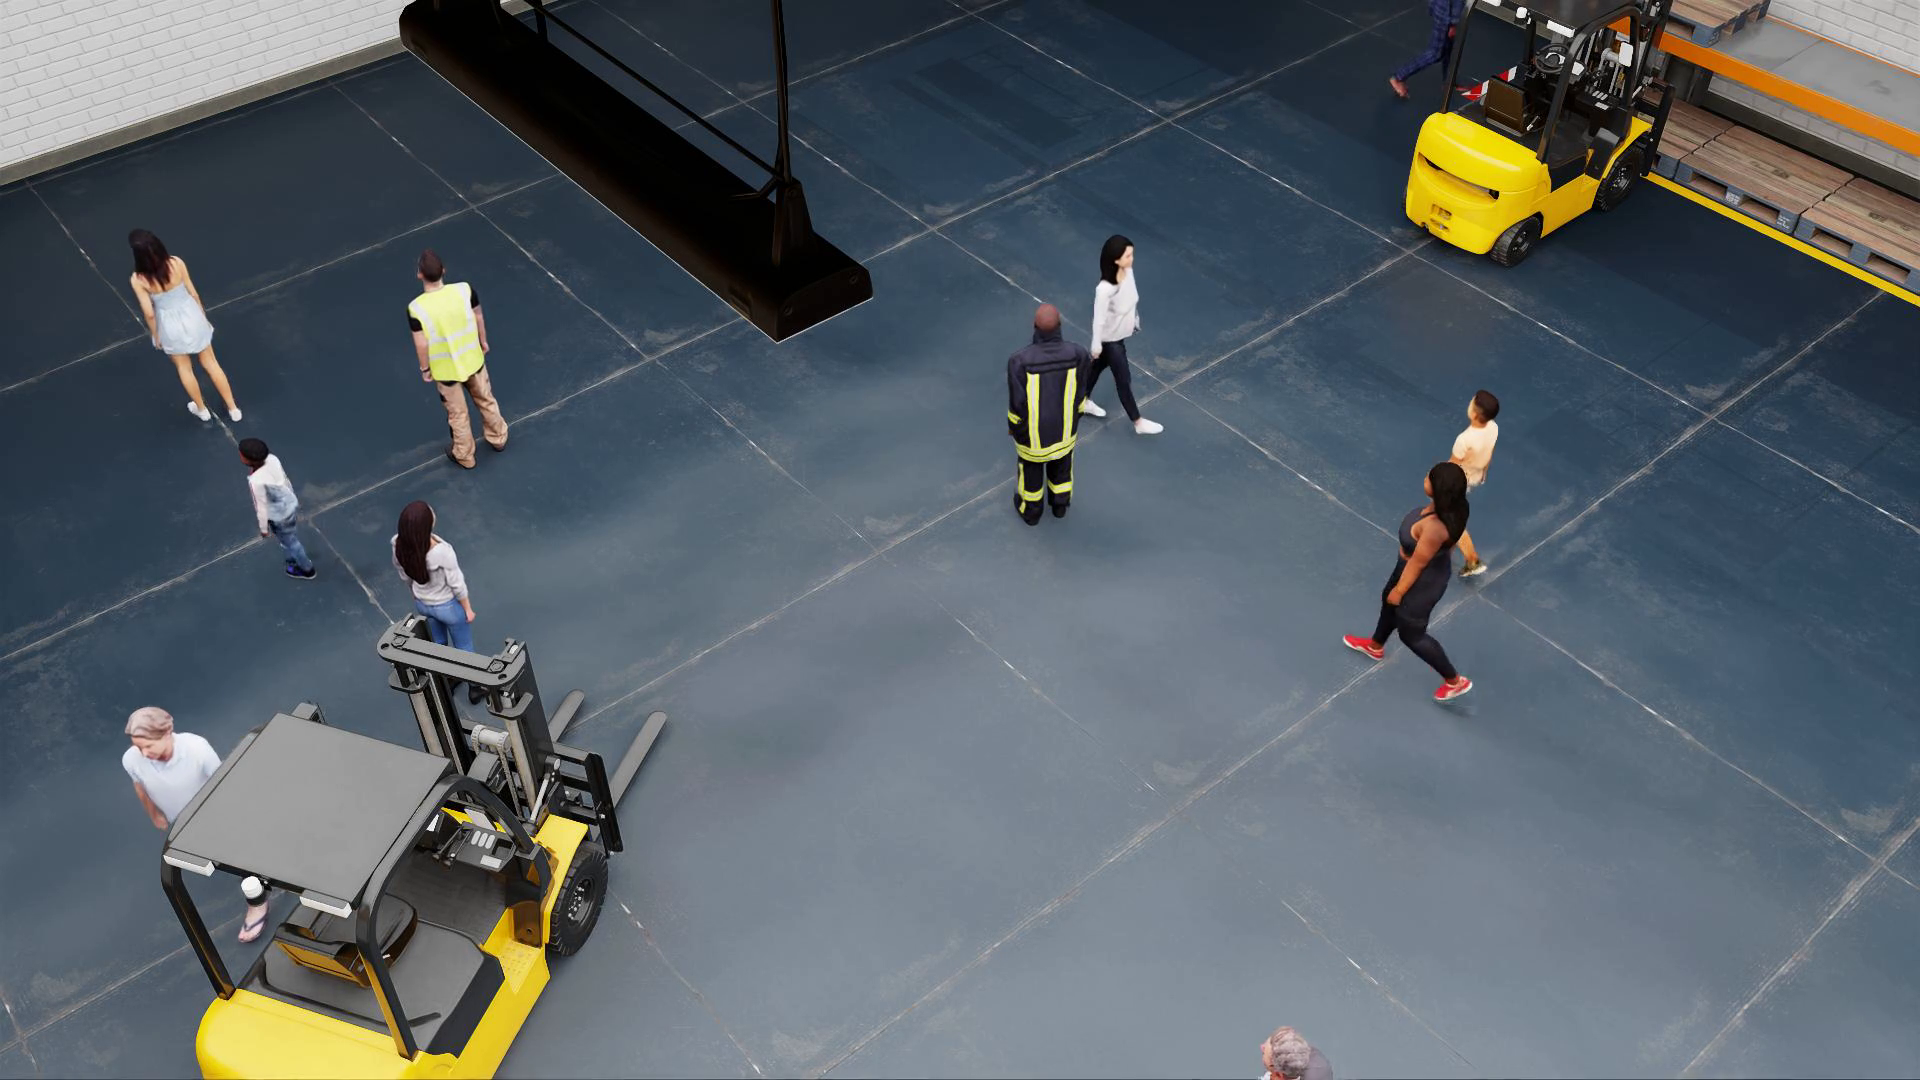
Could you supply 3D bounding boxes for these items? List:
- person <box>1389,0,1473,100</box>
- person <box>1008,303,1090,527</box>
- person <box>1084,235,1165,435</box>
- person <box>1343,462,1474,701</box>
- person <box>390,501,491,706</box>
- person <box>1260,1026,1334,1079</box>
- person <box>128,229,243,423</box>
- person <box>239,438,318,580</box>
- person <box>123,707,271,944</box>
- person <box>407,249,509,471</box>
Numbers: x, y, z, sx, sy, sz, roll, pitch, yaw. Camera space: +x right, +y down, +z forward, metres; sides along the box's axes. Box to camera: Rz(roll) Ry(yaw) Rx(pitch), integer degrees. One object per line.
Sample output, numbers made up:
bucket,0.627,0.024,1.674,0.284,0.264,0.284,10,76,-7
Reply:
person,4.650,-5.114,16.124,1.171,1.791,1.122,3,44,3
person,0.601,-0.886,11.664,0.853,1.821,0.841,-10,44,-10
person,1.062,-1.572,12.492,1.094,1.672,0.892,18,47,18
person,2.970,0.281,10.464,1.221,1.787,0.914,22,48,22
person,-3.268,0.403,10.448,0.611,1.632,0.734,15,46,15
person,1.516,2.867,7.729,0.766,1.814,0.997,-32,52,-29
person,-5.848,-1.601,12.474,0.597,1.739,0.737,-27,50,-26
person,-4.609,-0.209,11.365,0.661,1.253,0.603,4,44,4
person,-4.164,1.439,9.239,1.048,1.801,1.146,-4,44,-5
person,-3.672,-1.316,12.097,0.681,1.846,0.693,-29,51,-27
